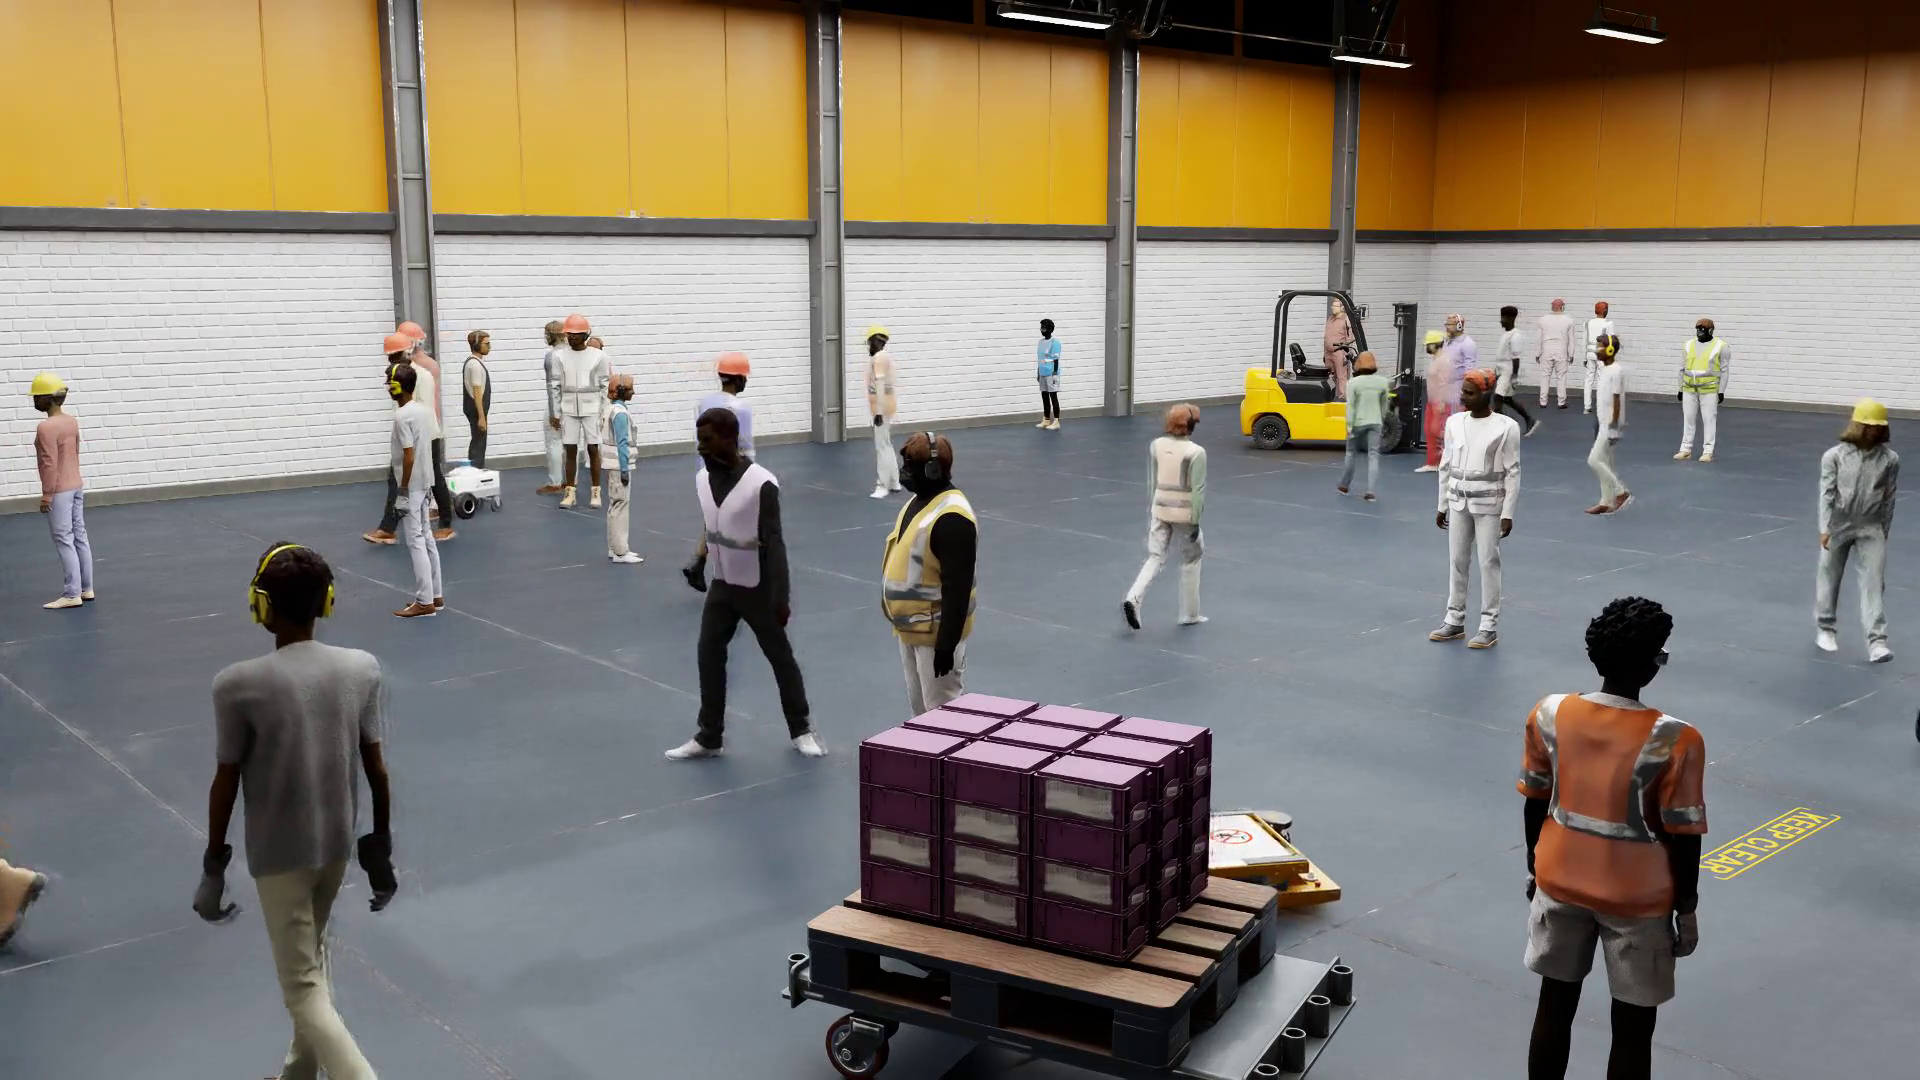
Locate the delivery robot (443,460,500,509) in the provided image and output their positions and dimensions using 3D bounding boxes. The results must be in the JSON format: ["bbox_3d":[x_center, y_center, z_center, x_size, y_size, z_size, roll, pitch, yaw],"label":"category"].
[{"bbox_3d":[-5.035,-0.572,16.958,0.477,0.478,0.707,5,11,27],"label":"delivery robot"}]

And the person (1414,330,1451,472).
[{"bbox_3d":[5.852,-1.676,20.211,0.520,1.741,0.536,-1,10,-7],"label":"person"}]

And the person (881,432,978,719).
[{"bbox_3d":[-0.147,0.421,7.660,0.429,1.844,0.625,-3,10,-19],"label":"person"}]

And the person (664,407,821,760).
[{"bbox_3d":[-1.099,0.241,8.676,0.644,1.871,0.694,8,12,39],"label":"person"}]

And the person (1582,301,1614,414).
[{"bbox_3d":[10.641,-3.025,27.710,0.355,1.883,0.573,-7,12,-37],"label":"person"}]

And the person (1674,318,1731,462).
[{"bbox_3d":[9.543,-1.930,21.419,0.429,1.842,0.629,-8,13,-40],"label":"person"}]

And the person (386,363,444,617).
[{"bbox_3d":[-4.015,-0.363,12.179,0.315,1.865,0.526,0,10,1],"label":"person"}]

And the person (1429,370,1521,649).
[{"bbox_3d":[3.481,-0.211,11.235,0.338,1.881,0.583,-8,12,-39],"label":"person"}]

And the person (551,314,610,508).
[{"bbox_3d":[-3.958,-1.338,17.377,0.609,2.040,0.395,0,10,1],"label":"person"}]

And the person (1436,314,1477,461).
[{"bbox_3d":[6.259,-1.920,21.170,0.409,1.907,0.651,-3,10,-18],"label":"person"}]

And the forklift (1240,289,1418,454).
[{"bbox_3d":[5.034,-2.339,22.783,2.313,2.155,1.214,3,10,16],"label":"forklift"}]

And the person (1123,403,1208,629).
[{"bbox_3d":[1.474,-0.158,11.709,0.517,1.613,0.726,9,13,42],"label":"person"}]

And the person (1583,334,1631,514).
[{"bbox_3d":[6.551,-1.158,16.882,0.397,1.848,0.546,2,10,9],"label":"person"}]

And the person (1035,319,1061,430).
[{"bbox_3d":[1.344,-2.527,25.357,0.319,1.691,0.535,-6,11,-30],"label":"person"}]

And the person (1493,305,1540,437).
[{"bbox_3d":[7.961,-2.422,24.009,0.880,1.942,0.604,1,10,6],"label":"person"}]

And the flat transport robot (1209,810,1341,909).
[{"bbox_3d":[0.771,1.341,6.865,1.431,0.197,0.652,-2,10,-11],"label":"flat transport robot"}]

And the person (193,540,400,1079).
[{"bbox_3d":[-1.869,0.917,4.789,0.893,1.837,0.515,6,12,33],"label":"person"}]

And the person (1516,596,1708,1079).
[{"bbox_3d":[1.836,0.996,4.712,0.317,1.695,0.540,-8,13,-41],"label":"person"}]

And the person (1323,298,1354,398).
[{"bbox_3d":[6.459,-3.188,28.583,0.408,1.913,0.644,-5,11,-28],"label":"person"}]

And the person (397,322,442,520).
[{"bbox_3d":[-5.443,-1.190,16.674,0.614,1.987,0.407,7,12,36],"label":"person"}]

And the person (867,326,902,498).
[{"bbox_3d":[-0.858,-1.408,18.297,0.369,1.874,0.679,0,10,2],"label":"person"}]

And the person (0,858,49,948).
[{"bbox_3d":[-3.876,0.631,5.946,0.931,2.019,0.615,-7,12,-34],"label":"person"}]

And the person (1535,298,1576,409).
[{"bbox_3d":[10.323,-3.230,28.844,0.652,1.906,0.402,5,11,27],"label":"person"}]

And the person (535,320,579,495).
[{"bbox_3d":[-4.438,-1.467,18.442,0.435,1.934,0.647,3,10,16],"label":"person"}]

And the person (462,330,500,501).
[{"bbox_3d":[-5.205,-1.348,18.002,0.326,1.843,0.515,-4,10,-20],"label":"person"}]

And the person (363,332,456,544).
[{"bbox_3d":[-5.056,-0.915,15.194,0.614,1.937,0.974,6,11,29],"label":"person"}]

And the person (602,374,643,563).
[{"bbox_3d":[-2.925,-0.615,14.339,0.312,1.631,0.507,-3,10,-17],"label":"person"}]

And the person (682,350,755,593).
[{"bbox_3d":[-1.798,-0.481,12.691,0.573,1.922,0.540,8,13,40],"label":"person"}]

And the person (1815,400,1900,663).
[{"bbox_3d":[5.855,-0.051,10.838,0.489,1.704,0.875,2,10,13],"label":"person"}]

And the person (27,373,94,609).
[{"bbox_3d":[-6.776,-0.367,12.496,0.316,1.766,0.533,-1,10,-5],"label":"person"}]

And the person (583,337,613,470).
[{"bbox_3d":[-4.496,-1.687,20.571,0.522,1.645,0.306,4,11,24],"label":"person"}]

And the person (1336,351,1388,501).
[{"bbox_3d":[4.385,-1.250,18.135,0.510,1.607,0.767,-1,10,-5],"label":"person"}]
